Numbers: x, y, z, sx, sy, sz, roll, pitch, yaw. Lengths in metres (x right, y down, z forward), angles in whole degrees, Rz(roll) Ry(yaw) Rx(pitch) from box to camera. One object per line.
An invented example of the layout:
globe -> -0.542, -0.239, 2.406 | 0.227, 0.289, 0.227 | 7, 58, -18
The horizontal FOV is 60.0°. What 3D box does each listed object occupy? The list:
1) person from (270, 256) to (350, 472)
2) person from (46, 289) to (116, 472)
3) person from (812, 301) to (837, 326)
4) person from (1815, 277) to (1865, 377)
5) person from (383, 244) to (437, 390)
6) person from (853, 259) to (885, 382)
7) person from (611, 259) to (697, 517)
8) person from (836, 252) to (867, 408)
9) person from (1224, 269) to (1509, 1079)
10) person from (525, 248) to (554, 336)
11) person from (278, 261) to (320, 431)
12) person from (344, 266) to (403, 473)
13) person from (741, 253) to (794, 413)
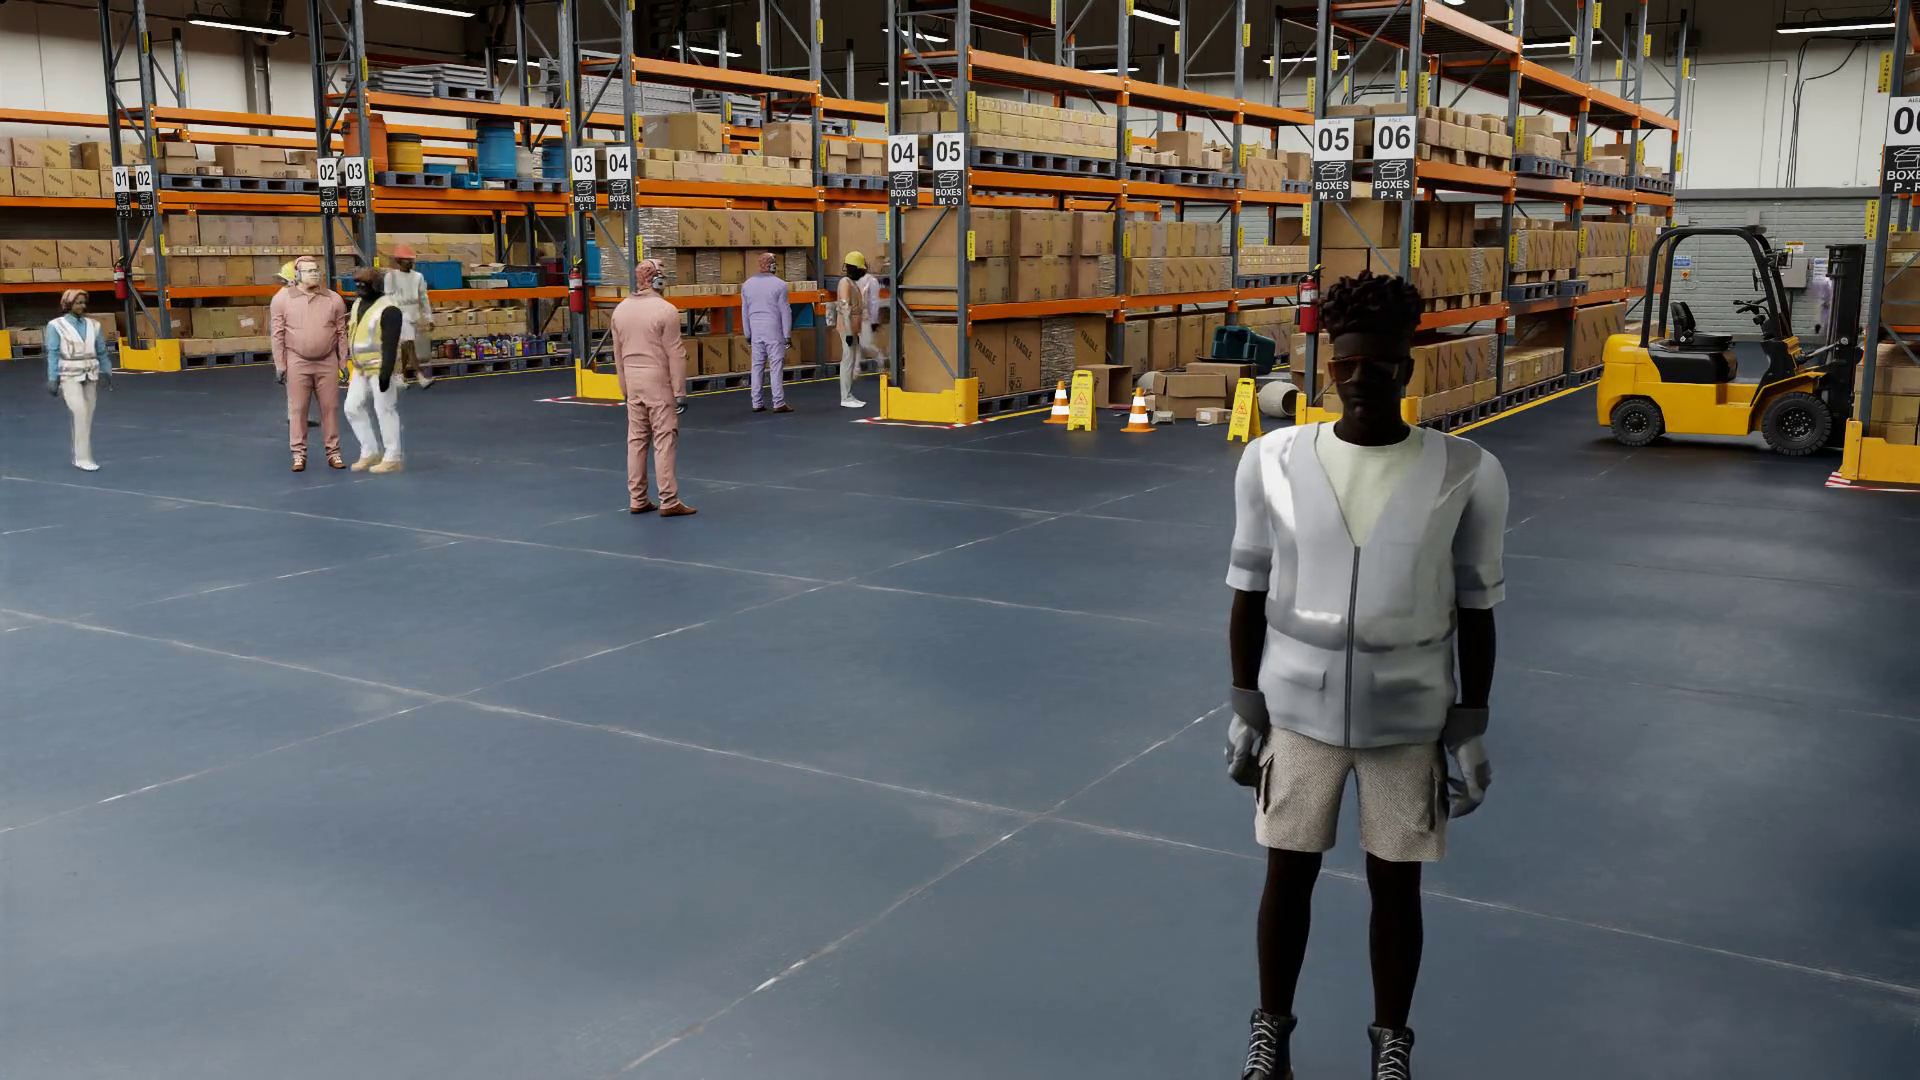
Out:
person -> -5.781, -1.568, 14.852 | 0.663, 1.907, 0.406 | -6, 12, -29
person -> -7.766, -1.409, 14.780 | 0.637, 1.615, 0.526 | 5, 11, 25
person -> -2.258, -3.939, 28.189 | 0.572, 1.885, 0.356 | 6, 12, 31
person -> 12.712, -3.204, 24.070 | 0.638, 1.898, 0.688 | 2, 10, 12
person -> -7.533, -3.051, 22.903 | 1.016, 1.991, 0.638 | 7, 12, 33
person -> -1.425, -3.239, 24.418 | 0.623, 1.832, 0.586 | 8, 13, 37
person -> -2.263, -1.123, 12.355 | 0.642, 1.908, 0.407 | 6, 12, 32
person -> -1.334, -2.600, 20.599 | 0.382, 1.917, 0.585 | 1, 10, 3
person -> 0.892, 0.385, 3.742 | 0.607, 1.966, 0.374 | 3, 11, 18
person -> -7.504, -4.248, 29.799 | 0.651, 1.923, 0.537 | 7, 12, 35
person -> -7.206, -2.101, 18.051 | 0.403, 1.833, 0.598 | -6, 12, -31
person -> -5.148, -1.472, 14.555 | 0.638, 1.820, 0.540 | 8, 13, 38
person -> -2.285, -2.474, 19.924 | 0.652, 1.906, 0.402 | 5, 11, 25
